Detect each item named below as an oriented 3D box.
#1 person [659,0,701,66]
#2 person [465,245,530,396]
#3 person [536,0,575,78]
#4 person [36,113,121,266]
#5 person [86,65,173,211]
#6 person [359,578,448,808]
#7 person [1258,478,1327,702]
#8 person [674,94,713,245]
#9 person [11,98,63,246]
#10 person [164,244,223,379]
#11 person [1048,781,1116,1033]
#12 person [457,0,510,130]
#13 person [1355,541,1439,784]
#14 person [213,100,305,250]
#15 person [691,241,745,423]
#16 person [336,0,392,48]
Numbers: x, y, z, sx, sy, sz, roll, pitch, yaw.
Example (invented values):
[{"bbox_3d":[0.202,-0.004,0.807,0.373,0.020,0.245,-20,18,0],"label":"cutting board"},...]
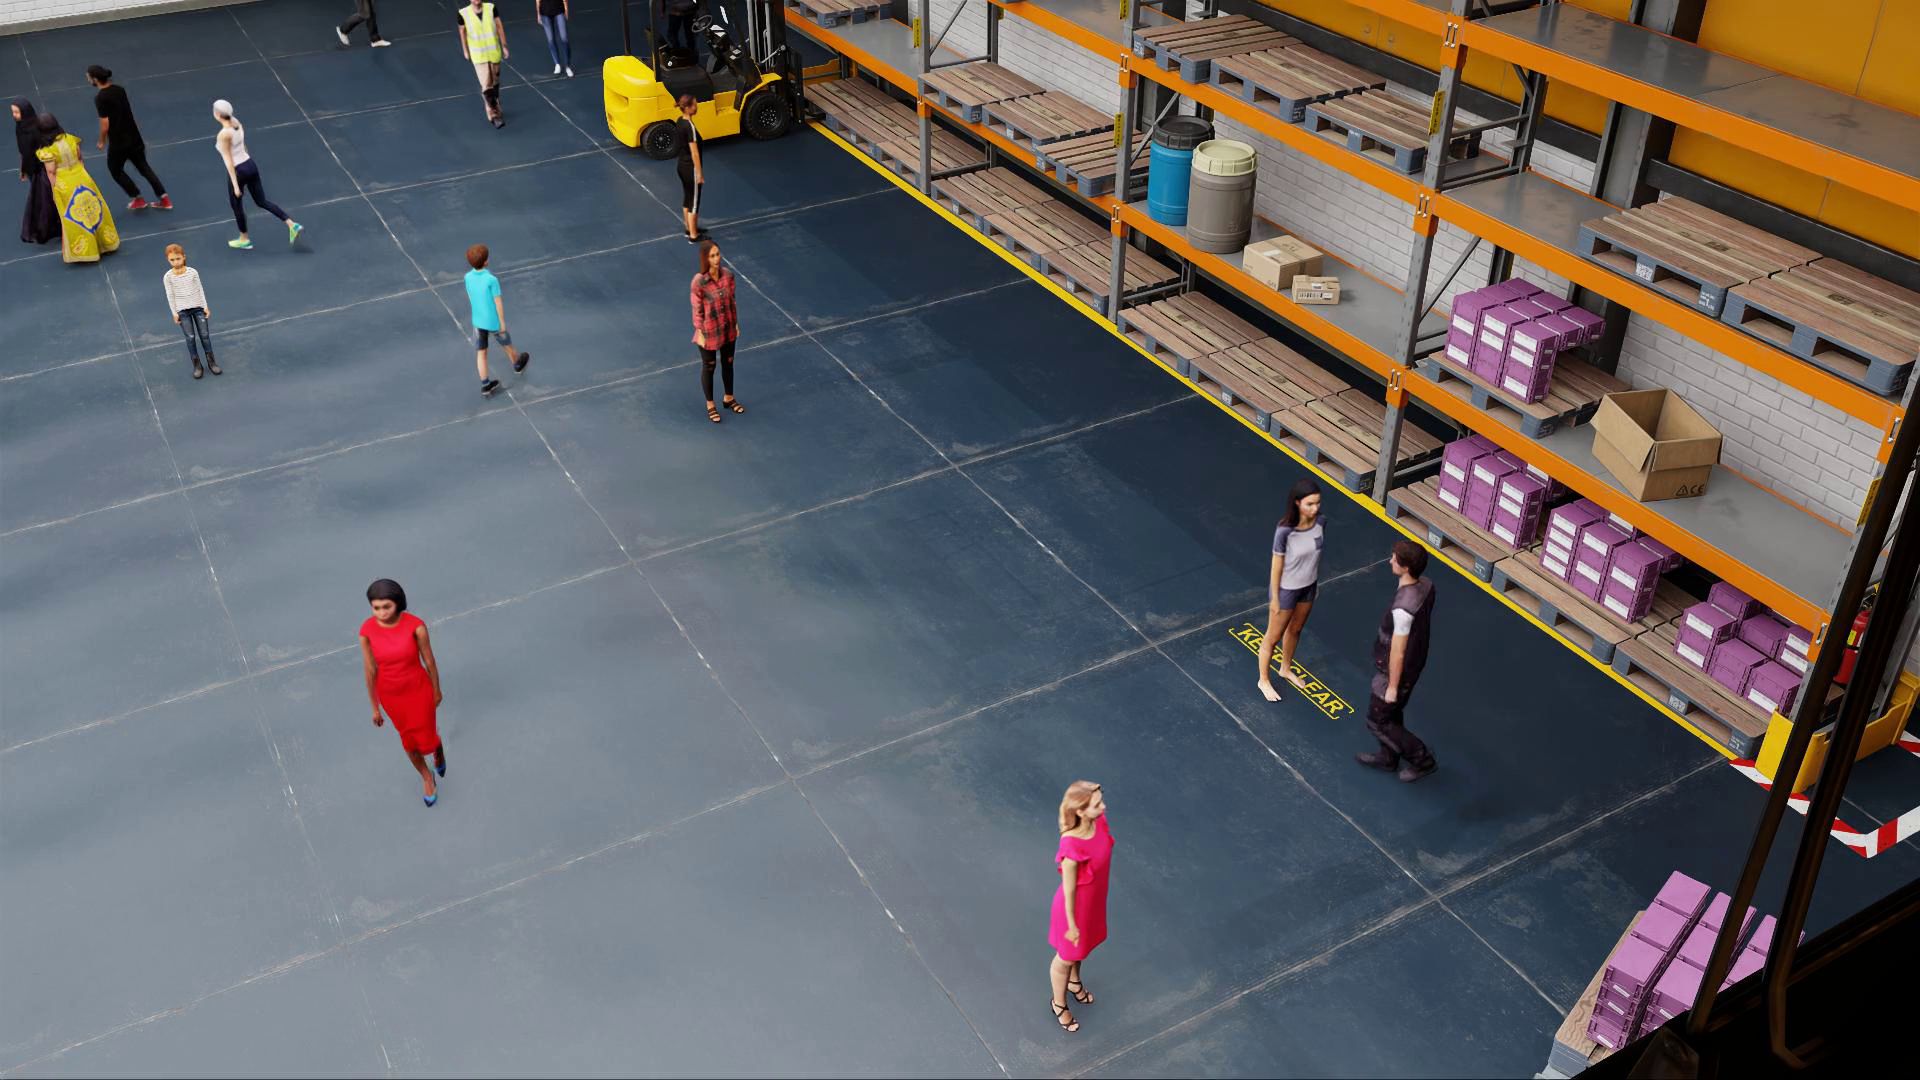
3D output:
[{"bbox_3d":[-3.859,-7.412,23.199,0.753,1.813,0.573,-8,35,-13],"label":"person"},{"bbox_3d":[-4.425,-2.021,15.443,0.900,1.420,0.950,10,35,14],"label":"person"},{"bbox_3d":[-5.684,-7.373,23.238,0.727,1.704,0.818,-3,34,-5],"label":"person"},{"bbox_3d":[-9.562,-3.793,17.894,1.035,1.658,1.007,14,36,20],"label":"person"},{"bbox_3d":[-9.470,-4.509,18.920,0.926,1.717,0.871,10,35,15],"label":"person"},{"bbox_3d":[-3.545,0.951,10.690,0.703,1.734,0.778,-4,34,-7],"label":"person"},{"bbox_3d":[2.330,0.329,11.626,0.587,1.734,0.509,-19,38,-27],"label":"person"},{"bbox_3d":[-2.985,-4.102,18.351,0.652,1.668,0.478,-15,36,-21],"label":"person"},{"bbox_3d":[-10.103,-4.127,18.436,1.119,1.616,0.959,22,39,29],"label":"person"},{"bbox_3d":[-7.305,-2.186,15.786,0.471,1.316,0.486,-19,38,-26],"label":"person"},{"bbox_3d":[0.644,1.986,9.137,0.694,1.728,0.661,16,37,22],"label":"person"},{"bbox_3d":[-6.141,-6.285,21.525,0.719,1.791,1.169,-19,38,-27],"label":"person"},{"bbox_3d":[2.933,0.844,10.763,0.963,1.830,0.896,17,37,24],"label":"person"},{"bbox_3d":[-7.706,-3.935,18.095,1.118,1.673,1.109,6,34,9],"label":"person"},{"bbox_3d":[-2.198,-1.895,15.001,0.650,1.700,0.609,-26,41,-33],"label":"person"},{"bbox_3d":[-8.821,-8.047,24.171,0.928,1.796,1.000,-6,34,-9],"label":"person"}]
